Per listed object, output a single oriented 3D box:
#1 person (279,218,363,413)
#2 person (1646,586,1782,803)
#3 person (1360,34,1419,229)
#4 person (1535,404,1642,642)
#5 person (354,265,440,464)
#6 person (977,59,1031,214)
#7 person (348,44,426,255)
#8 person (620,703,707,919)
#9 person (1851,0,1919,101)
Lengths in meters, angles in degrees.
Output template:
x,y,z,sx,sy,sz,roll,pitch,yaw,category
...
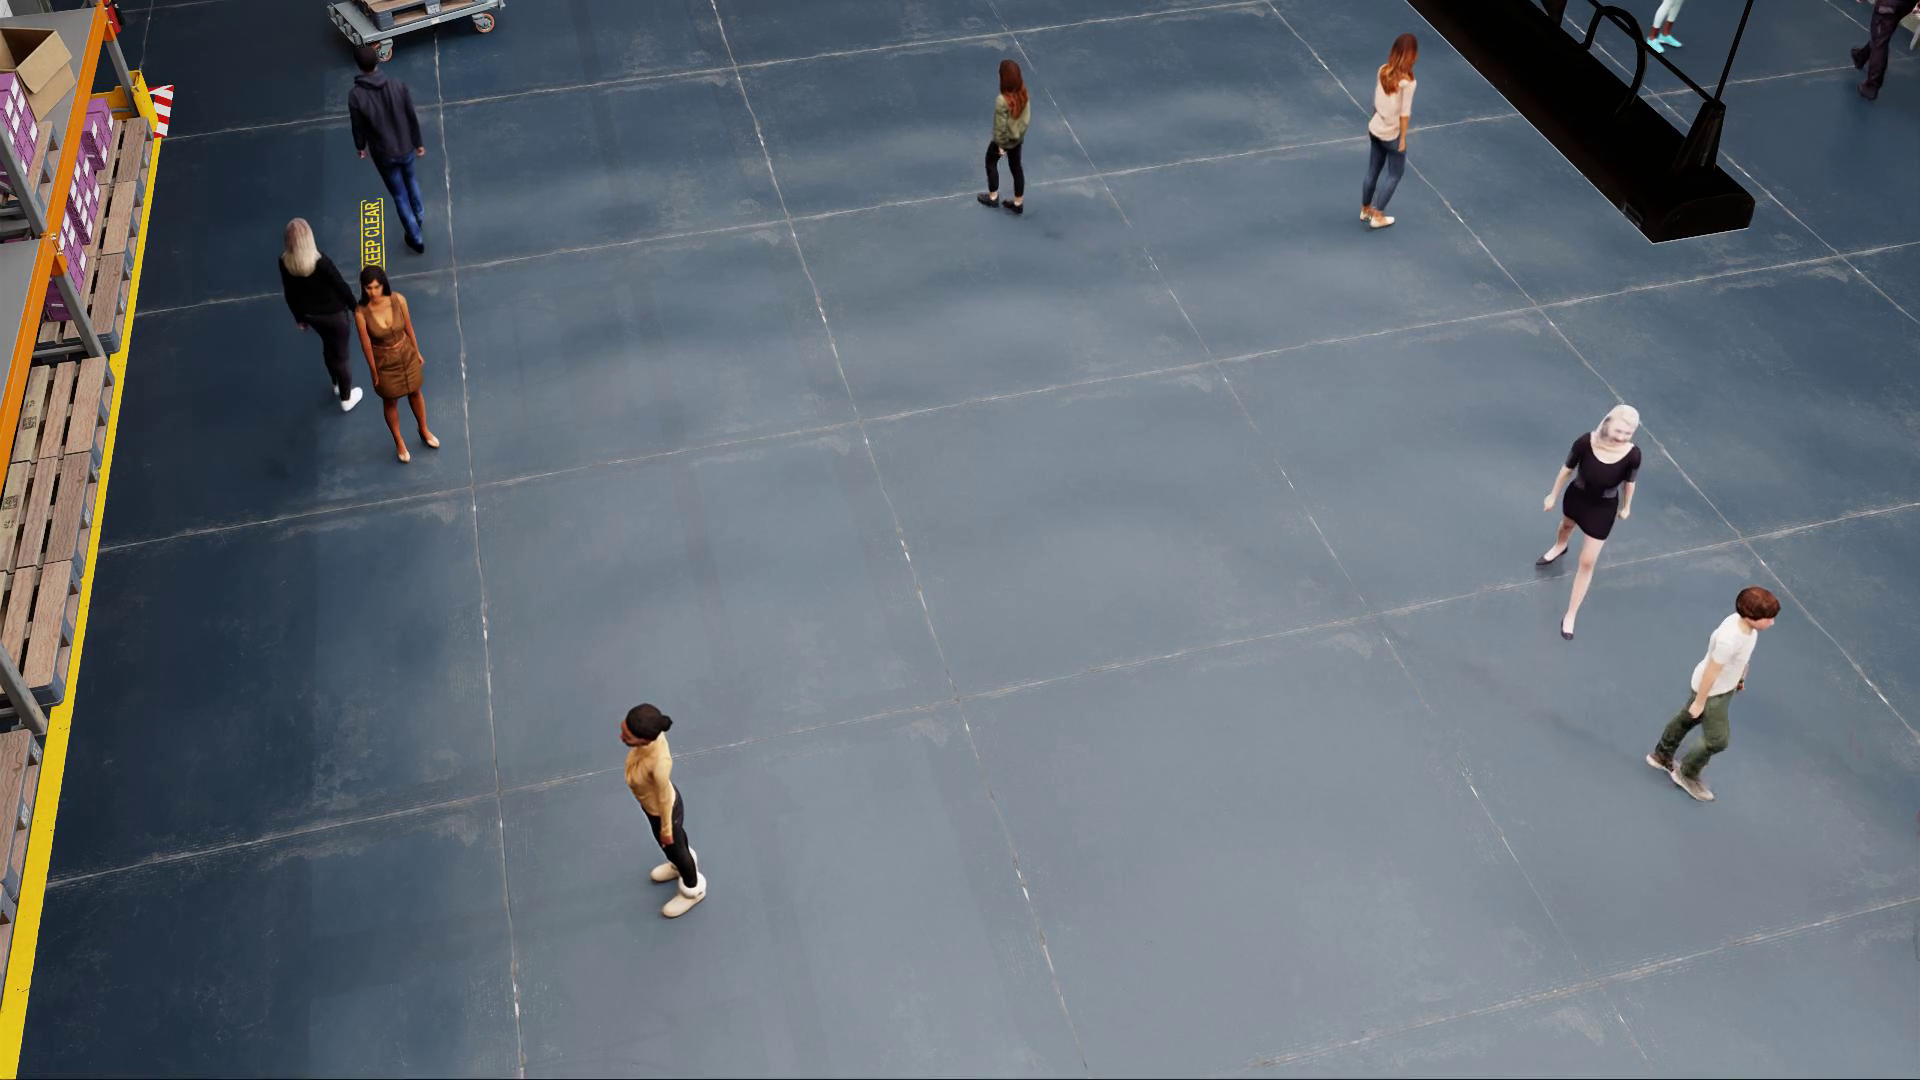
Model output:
x,y,z,sx,sy,sz,roll,pitch,yaw,category
-4.876,-1.653,12.691,0.734,1.672,0.753,9,44,9,person
4.490,0.857,10.075,0.834,1.647,0.767,31,52,28,person
3.749,-3.579,14.630,0.725,1.787,0.549,-21,47,-21,person
4.226,-0.270,11.168,1.173,1.771,1.276,22,48,21,person
-4.197,-1.323,12.335,0.630,1.686,0.637,-30,51,-28,person
0.493,-3.577,14.865,0.817,1.459,0.749,32,52,29,person
-4.843,-3.304,14.282,0.856,1.869,0.982,-26,50,-25,person
-1.681,1.492,9.402,0.658,1.657,0.507,-15,46,-15,person
9.228,-5.240,16.368,0.950,1.794,1.291,0,44,0,person
